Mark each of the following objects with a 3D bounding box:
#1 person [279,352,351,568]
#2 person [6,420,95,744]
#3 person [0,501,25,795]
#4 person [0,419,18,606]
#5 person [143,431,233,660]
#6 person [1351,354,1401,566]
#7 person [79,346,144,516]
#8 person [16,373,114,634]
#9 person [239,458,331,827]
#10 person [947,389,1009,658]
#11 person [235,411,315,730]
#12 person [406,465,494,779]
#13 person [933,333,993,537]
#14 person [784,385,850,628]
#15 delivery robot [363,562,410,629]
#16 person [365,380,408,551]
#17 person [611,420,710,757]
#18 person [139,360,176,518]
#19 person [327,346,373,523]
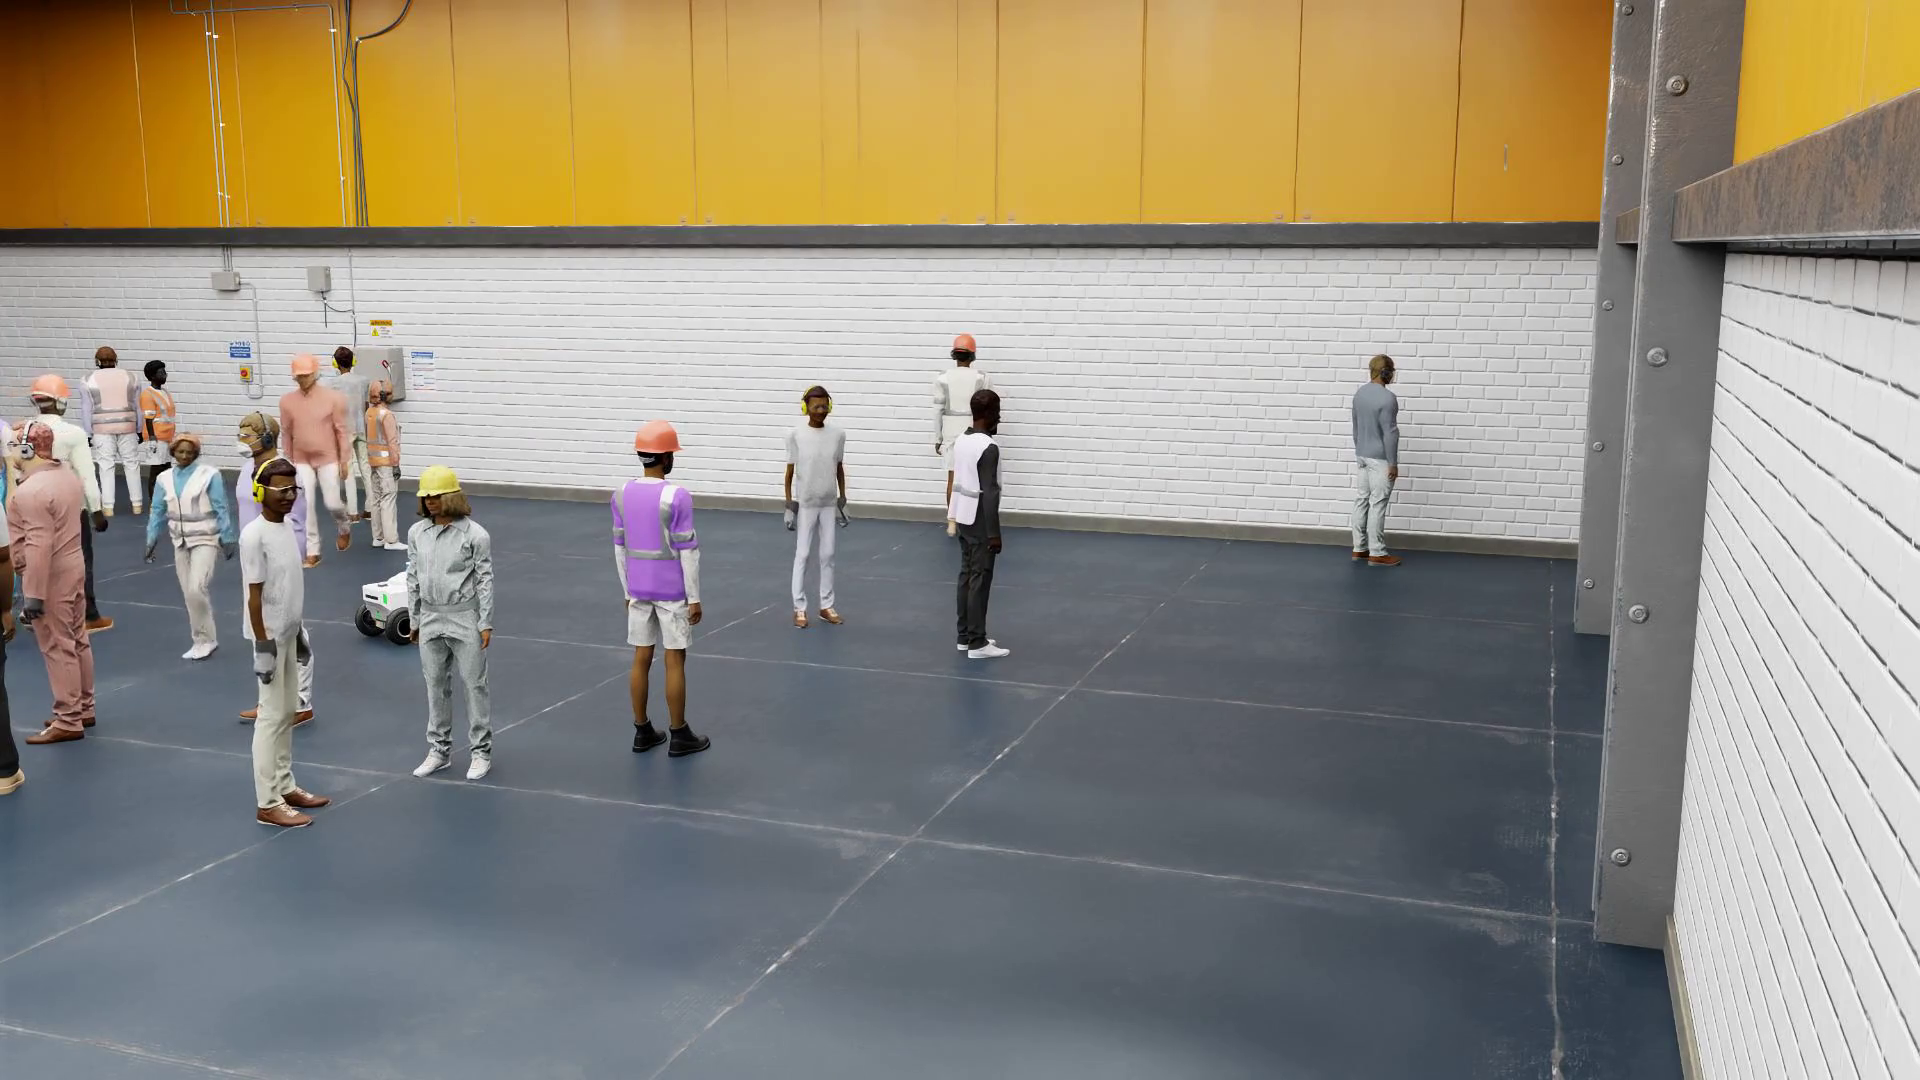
[{"bbox_3d":[-5.867,-0.747,15.216,0.612,1.972,0.620,-1,10,-3],"label":"person"},{"bbox_3d":[-5.393,0.245,9.816,0.400,1.910,0.643,-2,10,-9],"label":"person"},{"bbox_3d":[-5.353,0.364,8.769,0.677,2.000,0.536,-5,11,-27],"label":"person"},{"bbox_3d":[-7.849,-0.357,13.378,0.564,1.846,0.391,1,10,5],"label":"person"},{"bbox_3d":[-5.411,0.050,11.674,0.529,1.626,0.436,4,11,20],"label":"person"},{"bbox_3d":[3.818,-0.734,15.241,0.372,1.940,0.632,-3,11,-18],"label":"person"},{"bbox_3d":[-9.165,-1.176,18.010,0.627,1.843,0.429,-8,13,-37],"label":"person"},{"bbox_3d":[-6.679,-0.247,12.364,0.639,1.982,0.609,3,10,14],"label":"person"},{"bbox_3d":[-3.447,0.510,8.452,0.331,1.864,0.513,0,10,-2],"label":"person"},{"bbox_3d":[0.125,-0.116,11.849,0.397,1.911,0.587,-4,11,-20],"label":"person"},{"bbox_3d":[-4.165,0.186,10.063,0.630,1.940,0.372,8,13,40],"label":"person"},{"bbox_3d":[-2.797,0.453,9.104,0.492,1.742,0.321,2,10,10],"label":"person"},{"bbox_3d":[0.037,-1.049,16.716,0.609,2.044,0.394,1,10,8],"label":"person"},{"bbox_3d":[-1.098,-0.261,12.786,0.533,1.864,0.310,-5,11,-25],"label":"person"},{"bbox_3d":[-4.086,0.404,12.466,0.477,0.478,0.707,8,13,40],"label":"delivery robot"},{"bbox_3d":[-5.525,-0.715,15.979,0.307,1.639,0.525,-9,14,-42],"label":"person"},{"bbox_3d":[-1.713,0.280,9.535,0.545,1.938,0.355,5,11,25],"label":"person"},{"bbox_3d":[-8.611,-1.088,17.916,0.316,1.696,0.540,-1,10,-3],"label":"person"},{"bbox_3d":[-6.445,-1.107,17.558,0.335,1.865,0.520,7,12,35],"label":"person"}]
